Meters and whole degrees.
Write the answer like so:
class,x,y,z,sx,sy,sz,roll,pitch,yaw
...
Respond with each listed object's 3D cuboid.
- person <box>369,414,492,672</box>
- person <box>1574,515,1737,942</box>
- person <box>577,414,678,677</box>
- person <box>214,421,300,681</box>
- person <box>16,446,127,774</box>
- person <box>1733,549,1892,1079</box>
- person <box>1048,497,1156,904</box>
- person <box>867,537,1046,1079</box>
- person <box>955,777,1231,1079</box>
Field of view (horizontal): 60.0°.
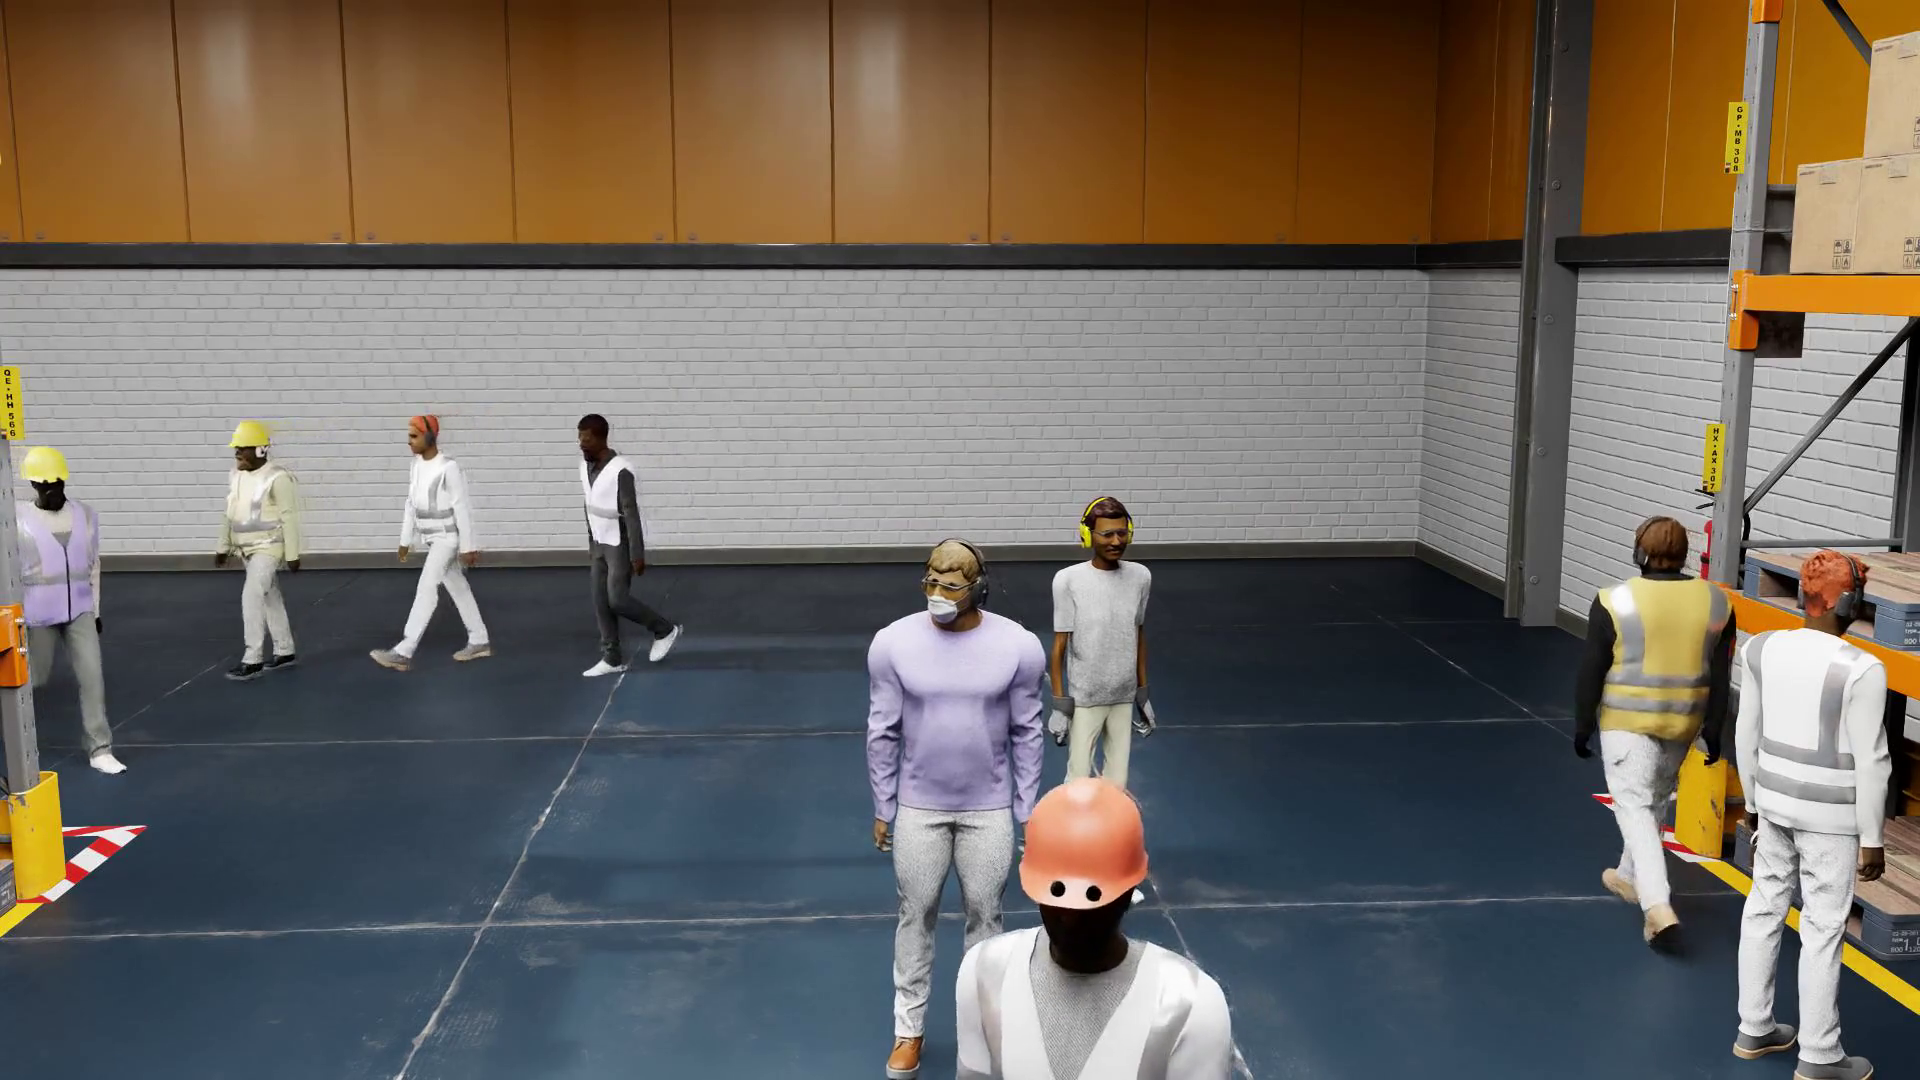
class,x,y,z,sx,sy,sz,roll,pitch,yaw
person,-3.841,0.018,12.000,0.992,1.828,0.569,-8,12,-40
person,3.002,0.796,7.198,0.633,1.812,0.901,0,9,-2
person,-2.390,0.030,11.798,0.638,1.885,0.598,-8,12,-41
person,-5.040,0.074,11.736,0.600,1.804,0.763,7,11,37
person,-5.234,0.384,9.561,0.954,1.888,0.585,6,11,34
person,2.996,0.969,5.856,0.353,1.887,0.573,-4,10,-23
person,0.641,0.726,7.439,0.533,1.868,0.310,-4,10,-25
person,-0.013,0.942,5.869,0.629,1.937,0.376,0,9,0
person,0.241,1.372,3.209,0.554,1.929,0.619,4,10,22
